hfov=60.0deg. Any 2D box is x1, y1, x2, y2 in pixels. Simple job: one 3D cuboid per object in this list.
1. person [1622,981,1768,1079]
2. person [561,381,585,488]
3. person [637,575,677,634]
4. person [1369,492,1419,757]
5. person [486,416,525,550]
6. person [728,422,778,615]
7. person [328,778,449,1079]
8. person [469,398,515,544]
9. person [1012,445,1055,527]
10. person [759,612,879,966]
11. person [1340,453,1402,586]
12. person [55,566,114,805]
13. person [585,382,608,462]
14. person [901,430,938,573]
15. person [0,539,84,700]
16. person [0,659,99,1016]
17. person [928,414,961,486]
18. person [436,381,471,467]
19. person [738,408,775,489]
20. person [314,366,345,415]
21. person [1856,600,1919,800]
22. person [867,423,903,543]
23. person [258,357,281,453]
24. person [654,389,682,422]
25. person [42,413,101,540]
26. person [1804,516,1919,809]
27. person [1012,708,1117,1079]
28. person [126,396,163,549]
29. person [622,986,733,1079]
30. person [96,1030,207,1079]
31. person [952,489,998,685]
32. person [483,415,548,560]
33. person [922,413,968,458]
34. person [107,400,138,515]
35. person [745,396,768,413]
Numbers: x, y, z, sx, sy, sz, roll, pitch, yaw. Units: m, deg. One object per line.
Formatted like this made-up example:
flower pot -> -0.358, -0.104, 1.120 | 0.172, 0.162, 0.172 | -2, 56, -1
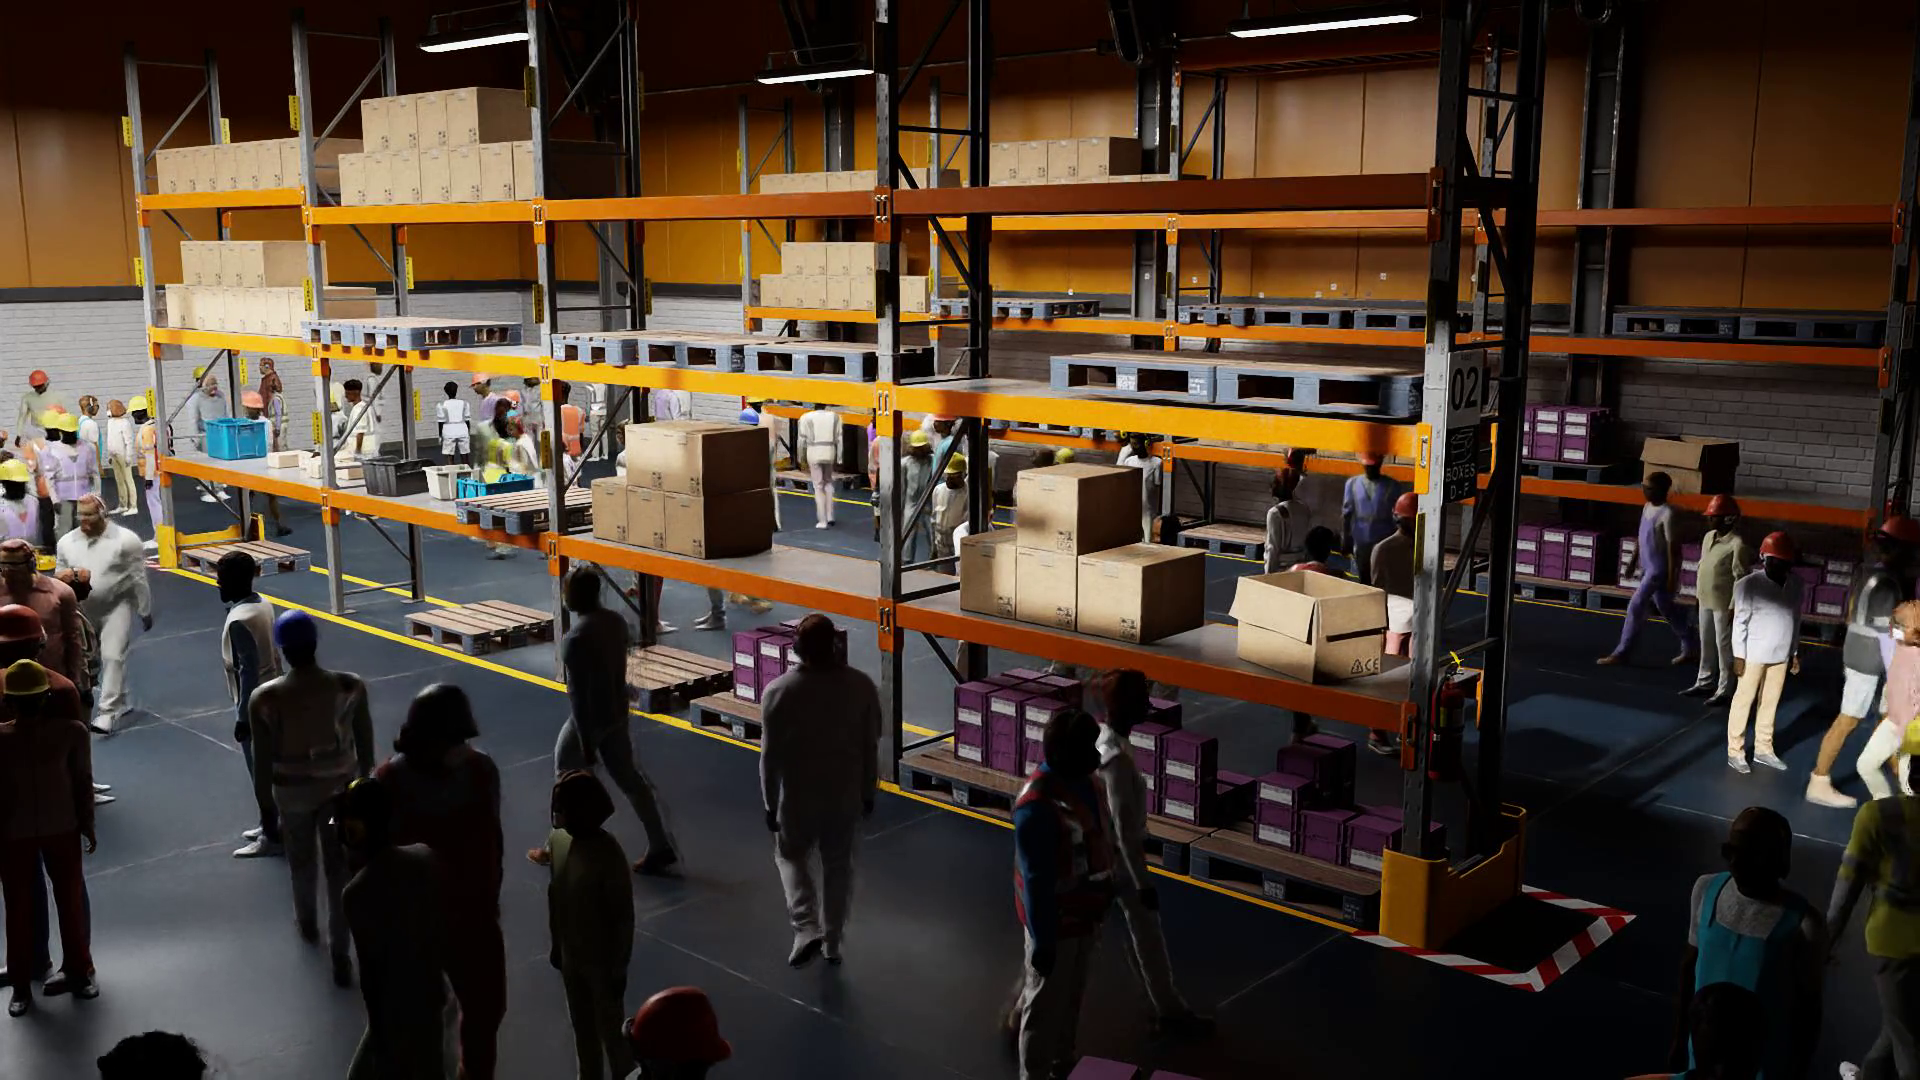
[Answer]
person -> 1.949, 2.061, 4.384 | 0.587, 1.920, 0.391 | 3, 11, 19
person -> -5.352, -1.176, 22.550 | 0.361, 1.964, 0.615 | 7, 12, 35
person -> -3.012, -0.025, 16.219 | 0.402, 1.909, 0.599 | -6, 12, -31
person -> 3.303, 0.619, 12.358 | 0.618, 1.986, 0.408 | -6, 12, -30
person -> -5.687, -0.700, 20.676 | 0.429, 1.676, 0.534 | -9, 13, -41
person -> -2.197, -0.281, 17.281 | 1.048, 2.000, 0.692 | 9, 14, 42
person -> -2.171, 1.773, 6.269 | 0.793, 1.831, 0.512 | 4, 11, 23
person -> -5.858, -0.865, 21.064 | 0.715, 1.884, 0.368 | 1, 10, 7
person -> 0.809, 0.061, 15.713 | 0.641, 1.915, 0.761 | -1, 10, -8
person -> -0.727, 1.316, 8.695 | 0.642, 1.890, 0.464 | -3, 11, -19
person -> 4.061, -0.044, 16.389 | 0.552, 1.891, 0.931 | 5, 11, 24
person -> -5.976, 0.988, 11.271 | 0.313, 1.634, 0.514 | -7, 12, -33
person -> -6.384, -2.197, 29.237 | 0.307, 1.644, 0.514 | 6, 12, 30
person -> -0.424, -0.386, 18.750 | 0.512, 1.733, 0.342 | -2, 10, -14
person -> -6.065, 0.928, 10.833 | 0.643, 1.905, 0.399 | -5, 11, -27
person -> -4.567, 1.452, 8.249 | 0.525, 1.772, 0.309 | -7, 12, -34
person -> -0.170, -0.502, 18.512 | 0.365, 2.048, 0.607 | -1, 10, -5
person -> -7.815, -1.603, 25.720 | 0.534, 1.698, 0.322 | -7, 12, -33
person -> -2.365, -0.528, 18.937 | 0.391, 1.948, 0.605 | 9, 13, 41
person -> -10.021, -1.849, 26.502 | 0.398, 1.915, 0.589 | 4, 11, 21
person -> 5.814, 1.166, 10.286 | 0.430, 1.615, 0.498 | 1, 10, 3
person -> -0.917, -0.911, 21.187 | 0.387, 1.924, 0.548 | 9, 14, 42
person -> -11.664, -2.131, 28.119 | 0.409, 1.909, 0.640 | -4, 11, -21
person -> -4.386, -1.628, 25.153 | 0.392, 1.946, 0.616 | -8, 13, -39
person -> -10.034, -0.496, 18.865 | 0.595, 1.909, 0.438 | -9, 14, -43
person -> 6.200, 0.843, 11.068 | 0.979, 1.988, 0.658 | 5, 11, 26
person -> 0.455, 1.613, 7.148 | 0.429, 1.840, 0.633 | 5, 11, 24
person -> -10.183, -0.850, 20.873 | 0.395, 1.913, 0.591 | -5, 11, -25
person -> -0.811, 2.088, 4.736 | 0.355, 1.741, 0.575 | -2, 10, -13
person -> -1.898, 2.120, 3.983 | 0.422, 1.944, 0.608 | 6, 12, 30
person -> 0.155, 0.488, 13.366 | 0.355, 1.887, 0.573 | 6, 11, 29
person -> -5.247, -0.618, 19.928 | 0.924, 1.785, 0.628 | -3, 10, -16
person -> -0.121, -0.953, 21.433 | 0.671, 1.911, 0.648 | -9, 13, -41
person -> -11.828, -1.163, 23.419 | 0.507, 1.633, 0.278 | 6, 12, 32
person -> -2.957, -1.378, 24.343 | 0.355, 1.737, 0.576 | -3, 10, -14
